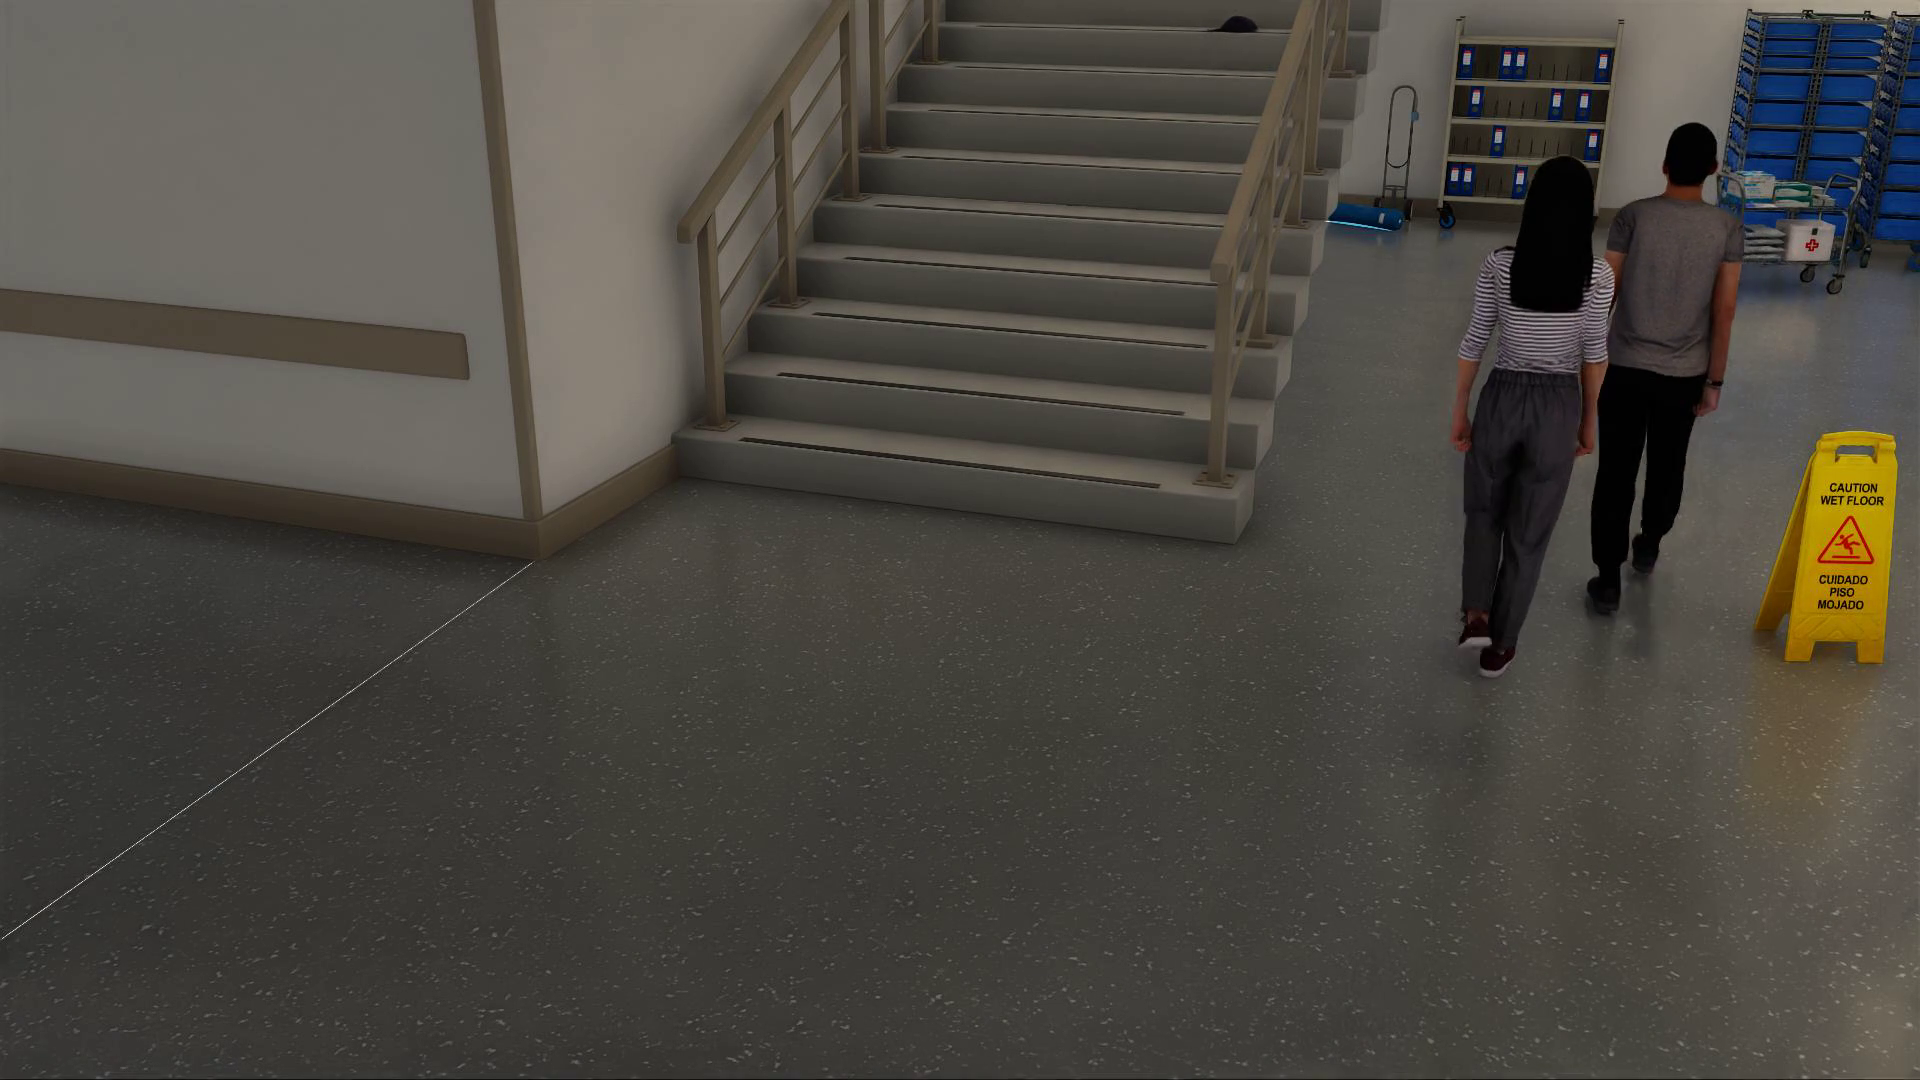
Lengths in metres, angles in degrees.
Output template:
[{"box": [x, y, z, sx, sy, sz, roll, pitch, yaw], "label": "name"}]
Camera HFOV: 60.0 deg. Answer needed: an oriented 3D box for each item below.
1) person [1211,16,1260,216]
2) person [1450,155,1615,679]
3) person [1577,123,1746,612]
[{"box": [1.579, -2.059, 9.644, 0.798, 1.886, 0.673, -2, 21, -6], "label": "person"}, {"box": [1.813, -0.342, 5.346, 0.637, 1.719, 0.676, 10, 23, 25], "label": "person"}, {"box": [2.487, -0.578, 5.956, 0.676, 1.729, 0.943, 5, 21, 12], "label": "person"}]
